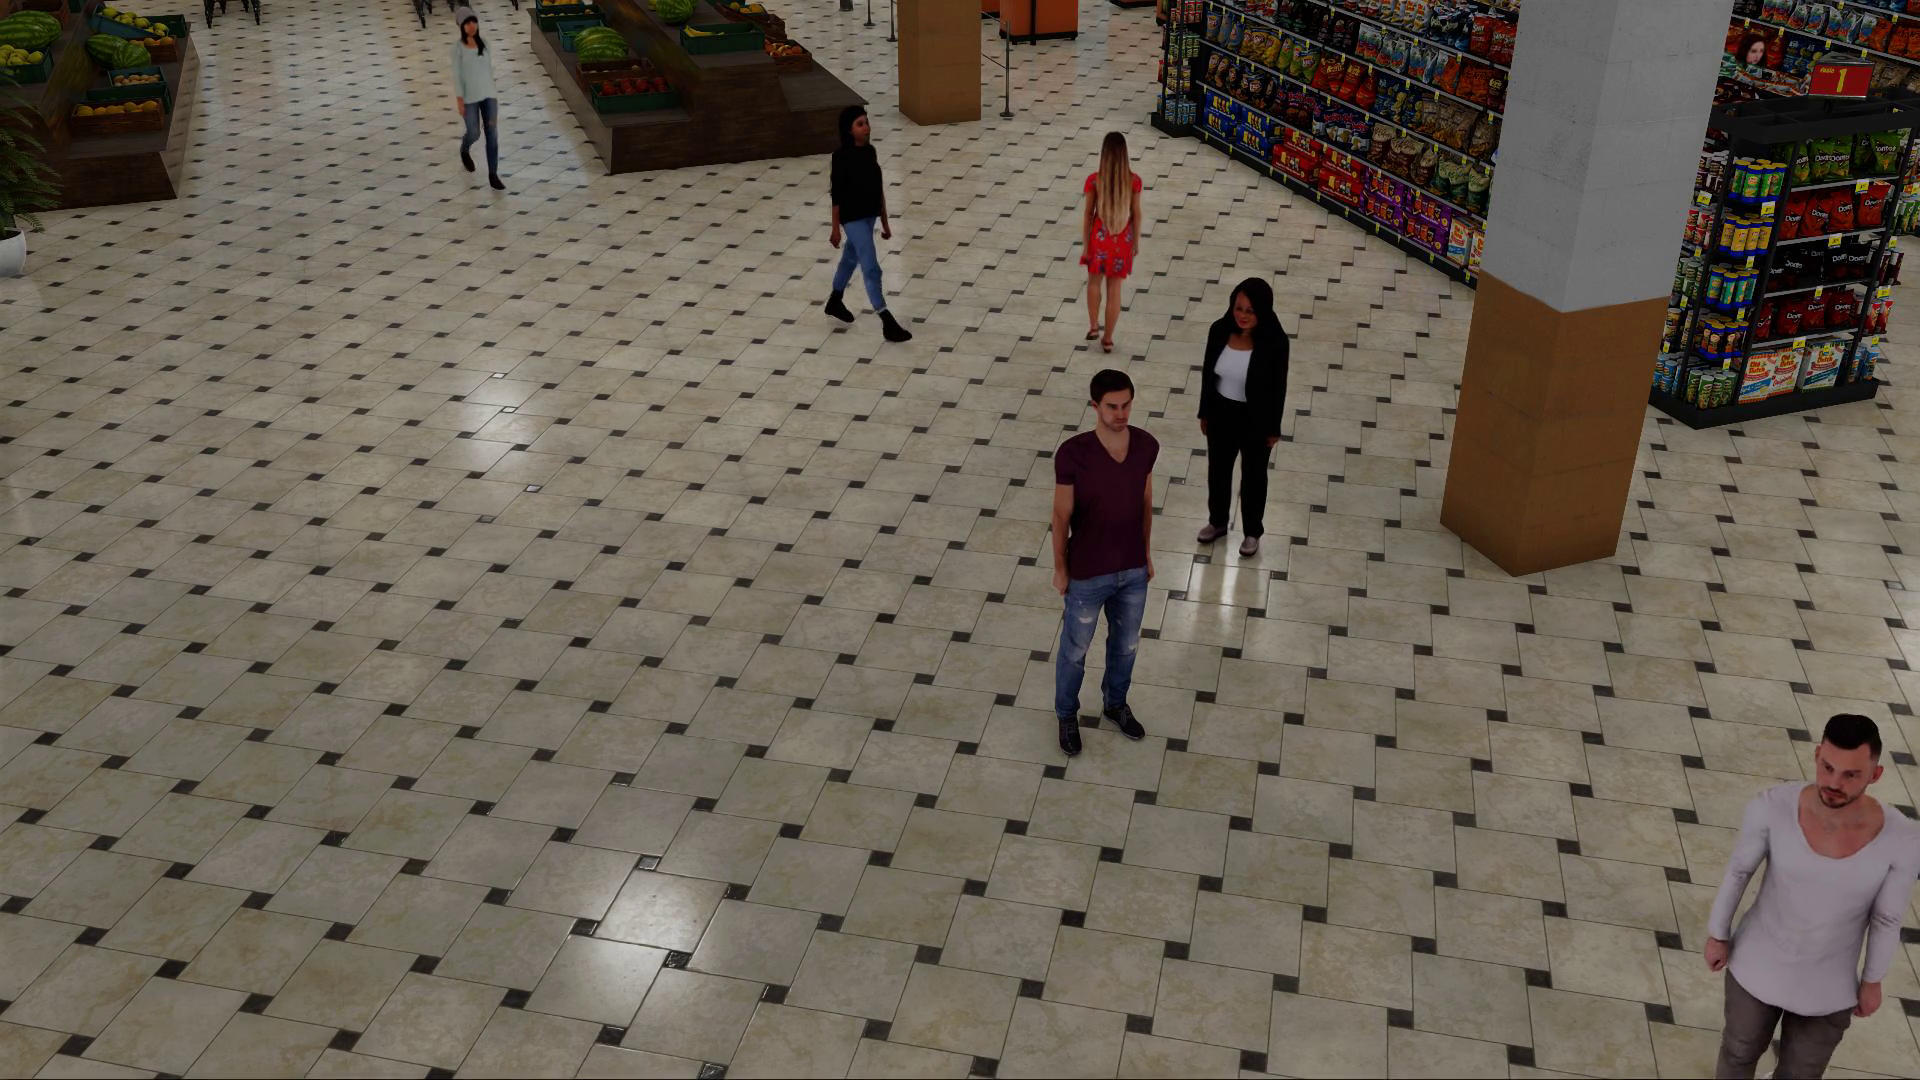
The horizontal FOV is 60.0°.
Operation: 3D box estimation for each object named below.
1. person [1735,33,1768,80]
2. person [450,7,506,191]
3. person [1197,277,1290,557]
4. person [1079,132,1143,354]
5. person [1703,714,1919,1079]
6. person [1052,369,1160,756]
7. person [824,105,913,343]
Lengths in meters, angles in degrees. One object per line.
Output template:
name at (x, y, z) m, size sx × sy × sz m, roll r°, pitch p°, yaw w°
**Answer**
person at (6.260, -3.259, 13.727) m, size 0.732 × 1.759 × 1.158 m, roll -6°, pitch 29°, yaw -12°
person at (-4.504, -4.094, 15.401) m, size 0.796 × 1.621 × 1.076 m, roll -22°, pitch 35°, yaw -34°
person at (1.558, -0.695, 9.183) m, size 0.754 × 1.613 × 0.820 m, roll 14°, pitch 32°, yaw 24°
person at (1.062, -2.052, 11.699) m, size 0.685 × 1.583 × 0.734 m, roll 3°, pitch 29°, yaw 5°
person at (2.682, 1.296, 5.310) m, size 0.841 × 1.829 × 0.910 m, roll 17°, pitch 33°, yaw 29°
person at (0.650, 0.085, 7.502) m, size 0.652 × 1.855 × 0.544 m, roll -11°, pitch 30°, yaw -19°
person at (-0.793, -2.290, 12.069) m, size 1.196 × 1.647 × 0.965 m, roll 22°, pitch 35°, yaw 34°
